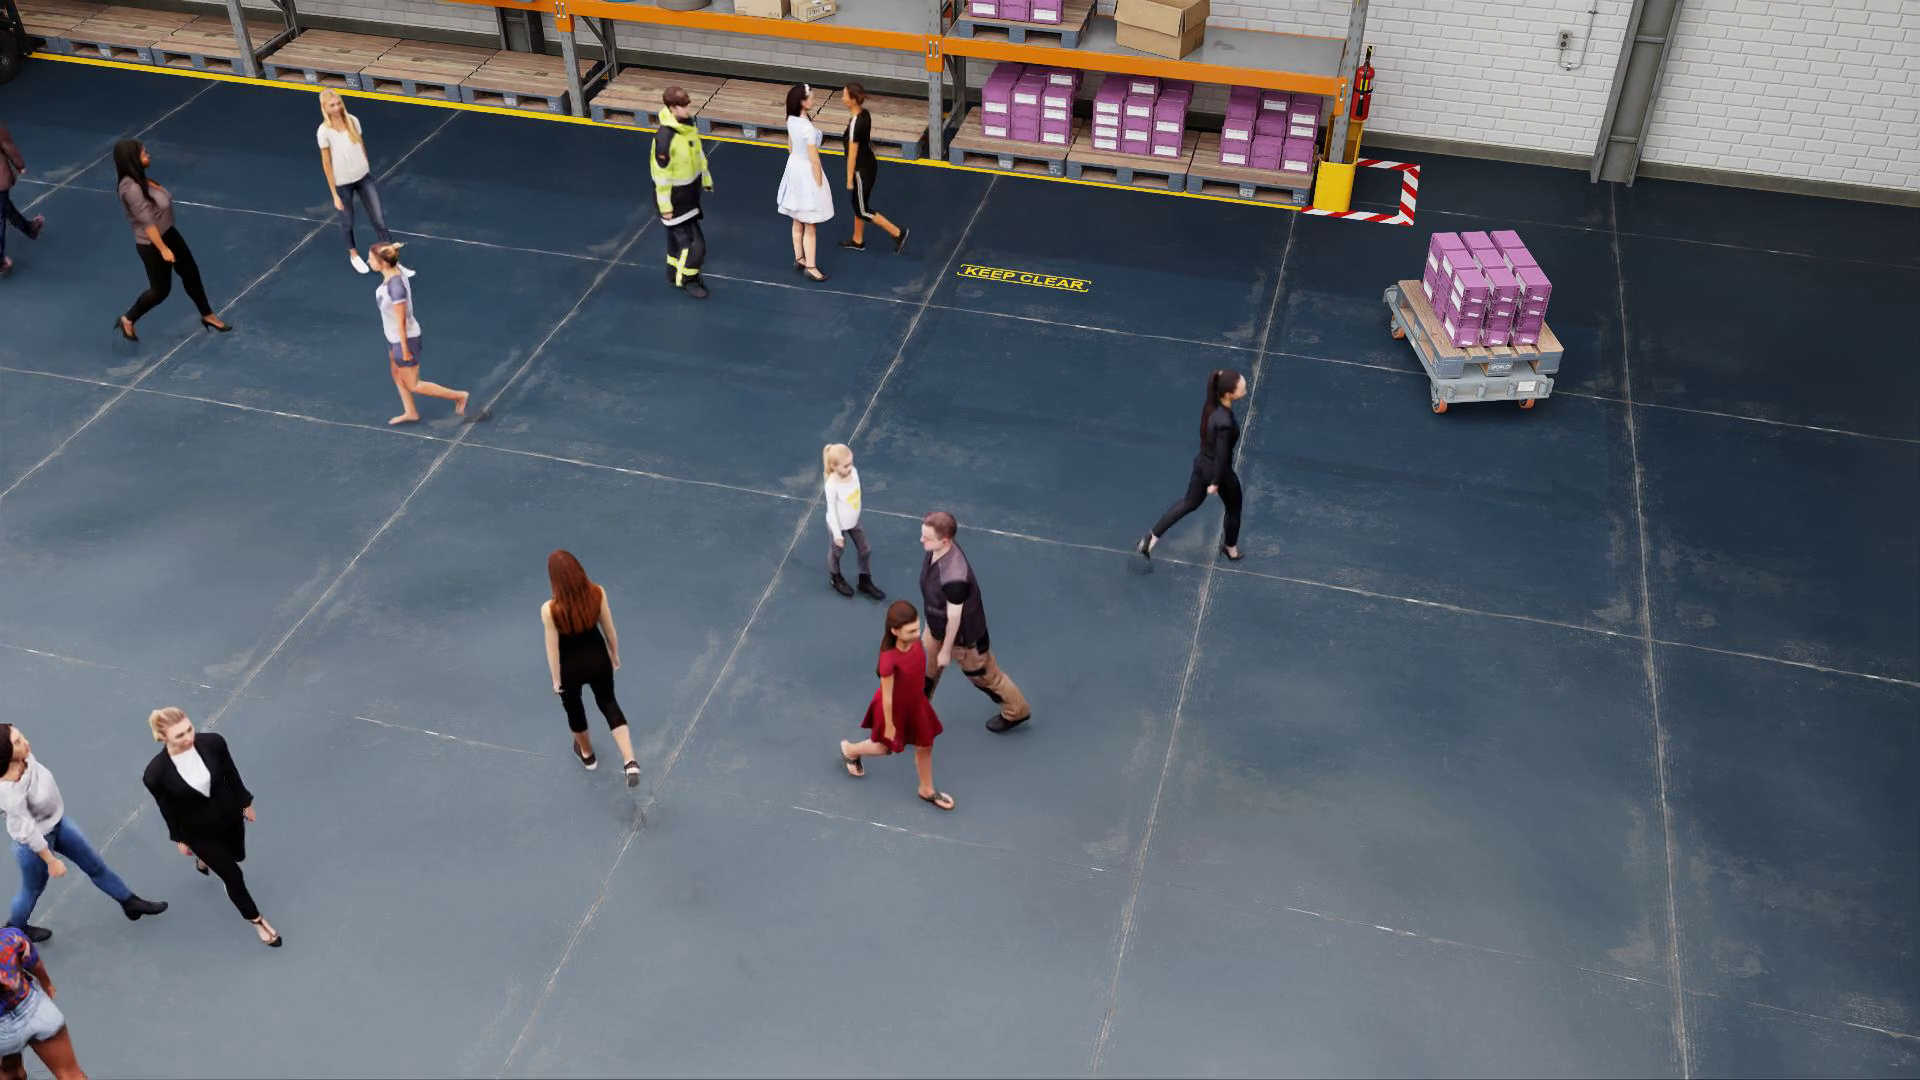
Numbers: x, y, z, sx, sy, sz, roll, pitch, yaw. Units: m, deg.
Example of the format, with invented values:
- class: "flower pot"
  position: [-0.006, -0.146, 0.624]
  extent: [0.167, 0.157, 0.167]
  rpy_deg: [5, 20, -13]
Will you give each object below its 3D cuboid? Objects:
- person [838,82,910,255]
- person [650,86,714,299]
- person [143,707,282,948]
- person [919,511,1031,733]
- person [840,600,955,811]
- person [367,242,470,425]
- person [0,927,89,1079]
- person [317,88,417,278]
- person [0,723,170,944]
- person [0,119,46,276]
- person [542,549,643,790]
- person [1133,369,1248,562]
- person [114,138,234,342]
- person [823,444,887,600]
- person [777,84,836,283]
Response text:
- class: "person"
  position: [-0.809, -3.329, 15.044]
  extent: [0.926, 1.652, 0.598]
  rpy_deg: [8, 39, 10]
- class: "person"
  position: [-2.519, -3.016, 14.409]
  extent: [0.711, 1.955, 0.799]
  rpy_deg: [5, 39, 6]
- class: "person"
  position: [-4.079, 1.501, 8.972]
  extent: [1.106, 1.681, 0.881]
  rpy_deg: [27, 46, 30]
- class: "person"
  position: [0.067, 0.540, 10.093]
  extent: [1.314, 1.784, 1.126]
  rpy_deg: [-11, 40, -13]
- class: "person"
  position: [-0.408, 0.942, 9.793]
  extent: [1.057, 1.530, 0.741]
  rpy_deg: [22, 44, 25]
- class: "person"
  position: [-4.235, -1.571, 12.883]
  extent: [0.971, 1.603, 0.835]
  rpy_deg: [-10, 40, -13]
- class: "person"
  position: [-4.393, 2.363, 7.872]
  extent: [1.129, 1.708, 0.874]
  rpy_deg: [26, 45, 29]
- class: "person"
  position: [-5.442, -3.160, 14.729]
  extent: [1.156, 1.780, 0.955]
  rpy_deg: [29, 47, 32]
- class: "person"
  position: [-4.995, 1.625, 8.890]
  extent: [1.167, 1.591, 0.953]
  rpy_deg: [-9, 39, -11]
- class: "person"
  position: [-8.701, -3.219, 14.801]
  extent: [1.161, 1.783, 0.905]
  rpy_deg: [4, 39, 6]
- class: "person"
  position: [-2.189, 0.804, 9.824]
  extent: [0.954, 1.708, 1.029]
  rpy_deg: [-22, 43, -25]
- class: "person"
  position: [1.667, -0.456, 11.431]
  extent: [1.159, 1.672, 0.898]
  rpy_deg: [-8, 39, -10]
- class: "person"
  position: [-6.725, -2.406, 13.761]
  extent: [1.218, 1.809, 0.970]
  rpy_deg: [-7, 39, -9]
- class: "person"
  position: [-0.846, -0.149, 11.373]
  extent: [0.746, 1.265, 0.638]
  rpy_deg: [27, 46, 29]
- class: "person"
  position: [-1.363, -3.145, 14.685]
  extent: [0.918, 1.813, 0.856]
  rpy_deg: [-22, 44, -25]
